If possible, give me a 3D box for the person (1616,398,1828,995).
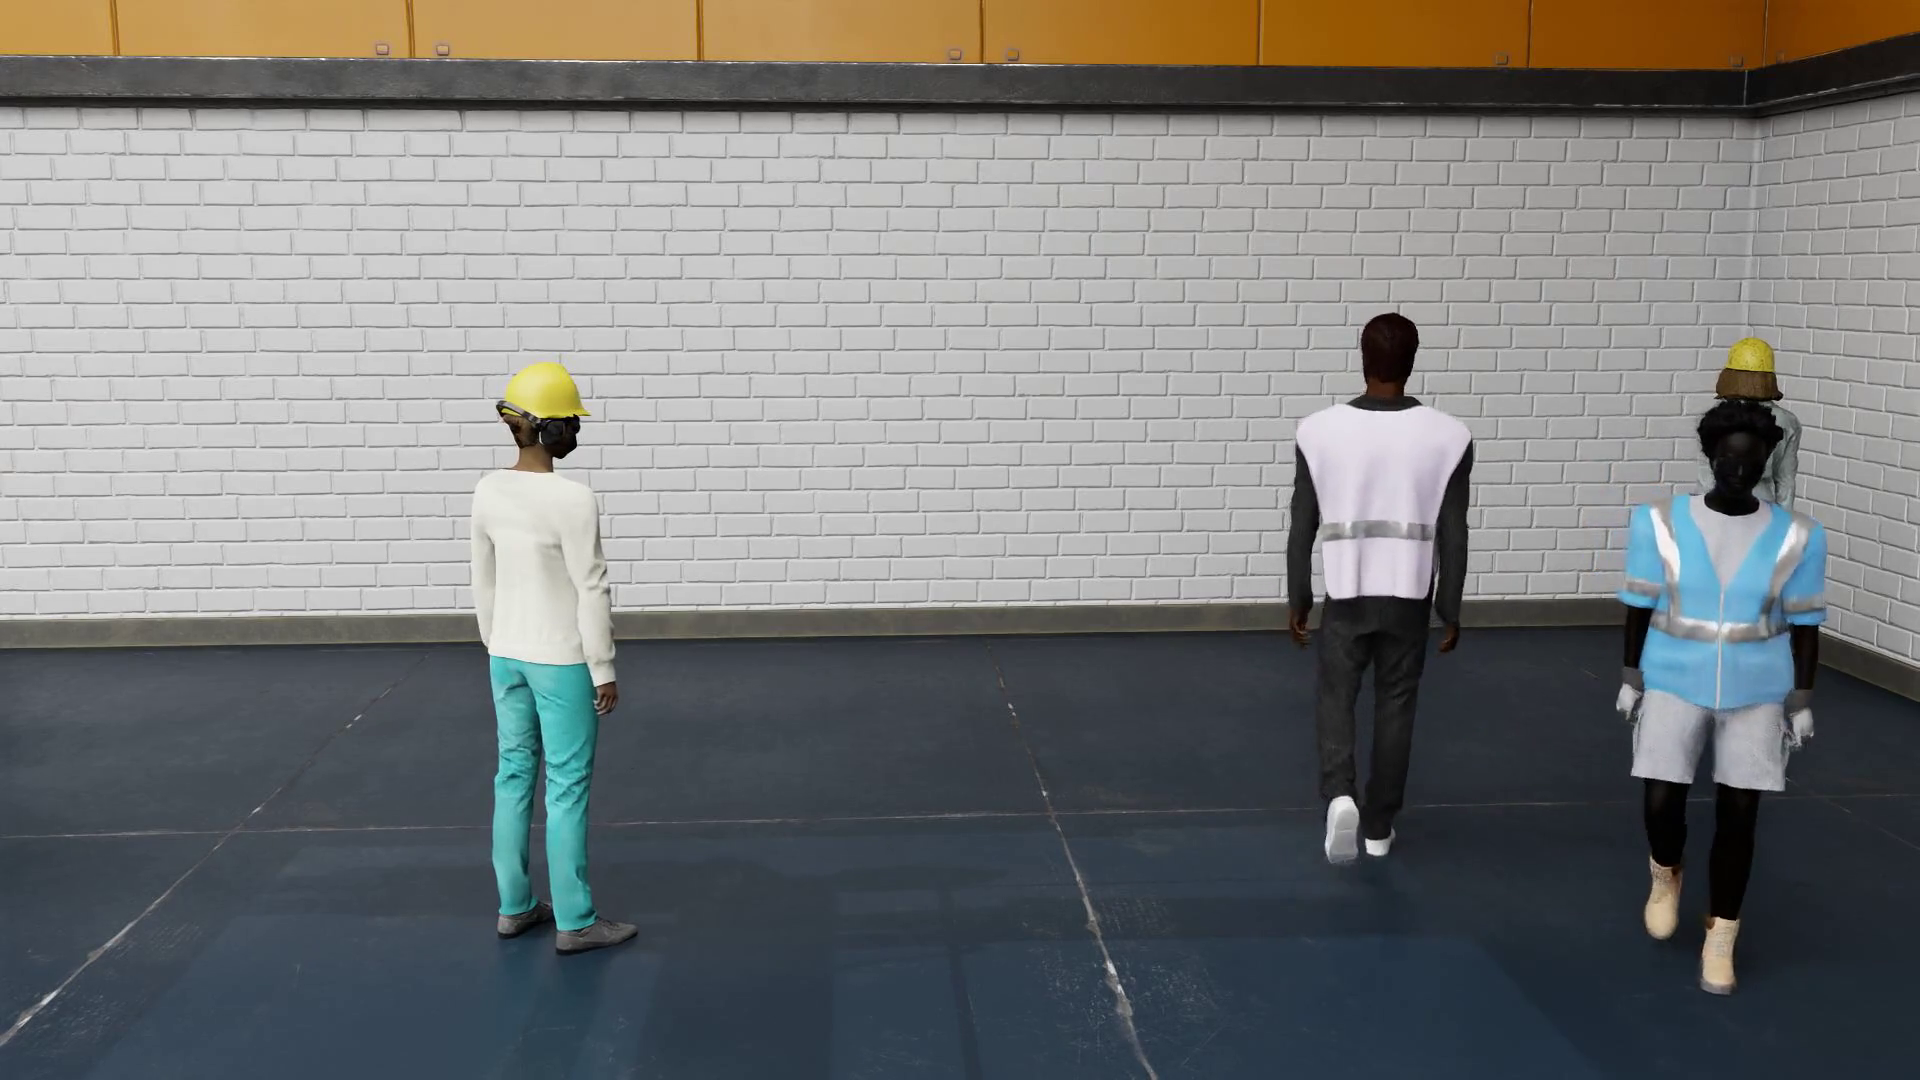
[{"bbox_3d":[2.147,0.433,4.719,0.544,1.683,0.387,3,10,21],"label":"person"}]

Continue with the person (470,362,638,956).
[{"bbox_3d":[-1.227,0.355,4.988,0.533,1.768,0.310,6,11,34],"label":"person"}]

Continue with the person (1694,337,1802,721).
[{"bbox_3d":[3.534,-0.042,7.557,0.492,1.743,0.295,-1,9,-8],"label":"person"}]

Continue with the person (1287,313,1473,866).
[{"bbox_3d":[1.407,0.188,5.624,0.596,1.901,0.654,2,9,14],"label":"person"}]
